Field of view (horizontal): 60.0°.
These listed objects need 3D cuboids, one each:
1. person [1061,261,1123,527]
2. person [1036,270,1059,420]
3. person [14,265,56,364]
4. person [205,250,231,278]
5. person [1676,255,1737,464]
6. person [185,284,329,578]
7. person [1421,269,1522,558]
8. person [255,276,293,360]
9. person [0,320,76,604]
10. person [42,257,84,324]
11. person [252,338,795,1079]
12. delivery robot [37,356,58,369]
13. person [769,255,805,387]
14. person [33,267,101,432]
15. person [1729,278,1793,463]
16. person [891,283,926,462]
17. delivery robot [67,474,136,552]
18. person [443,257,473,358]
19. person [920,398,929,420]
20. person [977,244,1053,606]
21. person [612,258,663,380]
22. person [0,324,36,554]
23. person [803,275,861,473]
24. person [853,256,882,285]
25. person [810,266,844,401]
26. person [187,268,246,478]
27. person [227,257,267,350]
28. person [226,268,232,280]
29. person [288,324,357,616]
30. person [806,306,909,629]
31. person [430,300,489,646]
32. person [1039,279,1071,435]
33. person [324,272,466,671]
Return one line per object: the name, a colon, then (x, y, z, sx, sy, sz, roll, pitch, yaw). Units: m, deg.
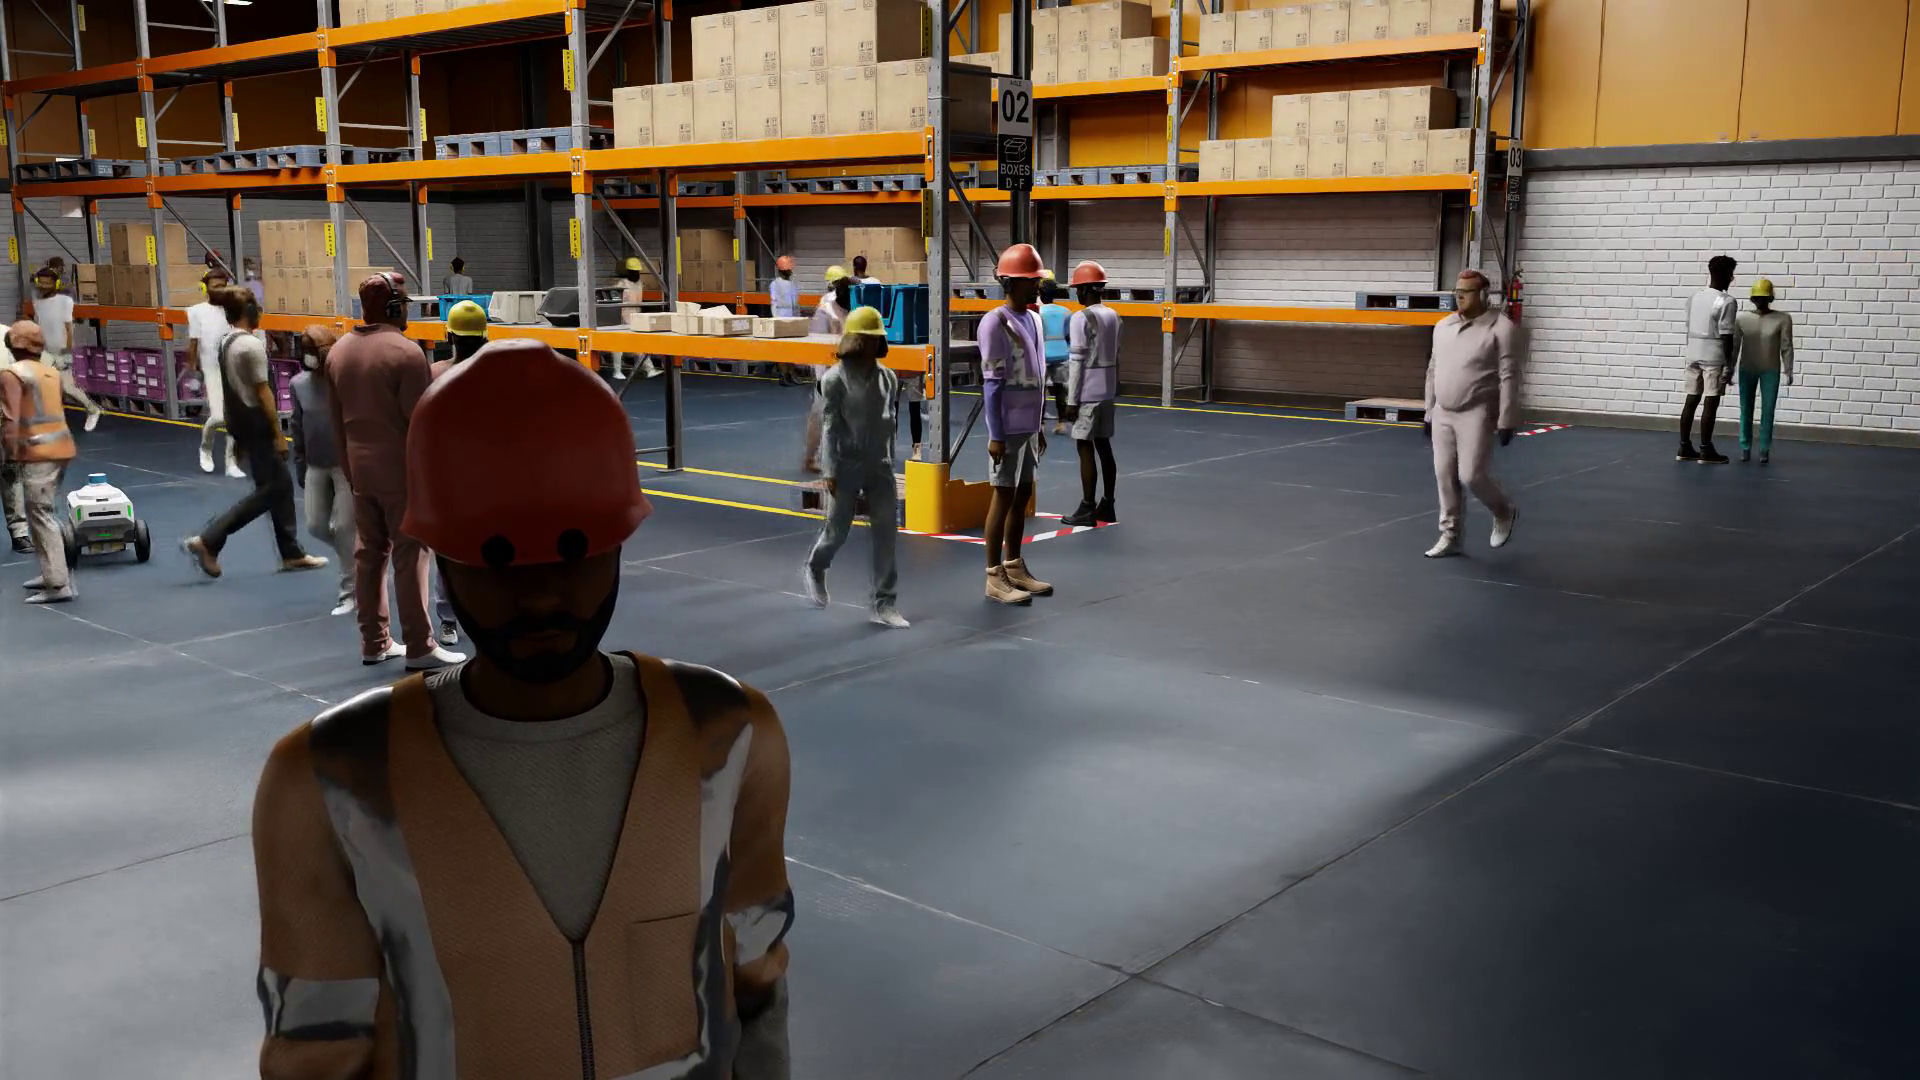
person: (0.949, -1.067, 12.181, 0.381, 1.932, 0.543, 8, 13, 38)
person: (1.000, -2.309, 19.705, 0.315, 1.769, 0.523, -2, 10, -12)
person: (-14.328, -3.354, 25.623, 0.897, 1.792, 0.595, -4, 11, -21)
person: (-11.528, -3.506, 25.896, 0.393, 1.986, 0.611, 7, 12, 34)
person: (7.069, -1.695, 15.670, 0.373, 1.958, 0.601, -3, 11, -18)
person: (-4.333, -0.651, 10.164, 0.800, 1.804, 0.529, -7, 12, -34)
person: (3.341, -0.819, 10.877, 0.564, 1.890, 0.649, -7, 12, -33)
person: (-9.719, -3.033, 23.568, 0.661, 1.862, 0.968, -1, 10, -7)
person: (-5.308, -0.458, 9.600, 0.462, 1.612, 0.543, 0, 10, -1)
person: (-14.557, -3.636, 26.988, 0.639, 1.862, 0.950, 4, 11, 23)
person: (-0.410, 0.762, 1.734, 0.553, 1.935, 0.361, -5, 11, -26)
delivery robot: (-12.816, -2.350, 23.121, 0.707, 0.478, 0.477, 4, 11, 21)
person: (-2.509, -3.185, 24.340, 0.417, 1.907, 0.638, 9, 13, 41)
person: (-9.665, -2.016, 17.871, 0.530, 1.834, 0.816, 2, 10, 8)
person: (7.499, -1.576, 15.604, 0.555, 1.734, 0.726, 5, 11, 27)
person: (-0.534, -1.567, 15.694, 0.530, 1.693, 0.321, 2, 10, 11)
delivery robot: (-5.592, -0.188, 10.815, 0.477, 0.478, 0.707, -6, 12, -31)
person: (-8.404, -3.810, 27.963, 0.535, 1.869, 0.314, 0, 10, -2)
person: (-0.327, -2.154, 19.325, 0.541, 1.594, 0.804, -7, 12, -35)
person: (0.342, -0.657, 9.513, 0.374, 2.042, 0.615, 5, 11, 27)
person: (-5.009, -3.370, 25.453, 1.014, 1.861, 0.587, 7, 12, 34)
person: (-6.394, -0.800, 10.930, 0.590, 1.833, 0.404, -8, 13, -39)
person: (-1.045, -1.461, 14.851, 0.988, 1.779, 0.698, 9, 14, 43)
person: (-1.379, -3.045, 23.488, 0.591, 1.915, 0.380, -5, 11, -26)
person: (-1.607, -2.504, 20.744, 0.898, 1.785, 0.621, 8, 13, 39)
person: (-6.535, -1.469, 14.697, 0.448, 1.855, 0.511, 8, 13, 40)
person: (-9.455, -2.774, 21.954, 0.797, 1.914, 0.635, 9, 13, 40)
person: (-10.250, -3.057, 23.771, 0.429, 1.838, 0.621, 3, 10, 16)
person: (-3.469, -0.404, 9.312, 0.519, 1.616, 0.501, 2, 10, 10)
person: (-0.564, -0.412, 9.021, 0.487, 1.717, 0.775, -7, 12, -34)
person: (-2.512, -0.345, 8.553, 0.523, 1.760, 0.325, -7, 12, -33)
person: (0.955, -1.965, 17.947, 0.548, 1.691, 0.343, -4, 11, -23)
person: (-2.714, -0.325, 8.011, 0.638, 1.911, 0.406, 6, 11, 30)
